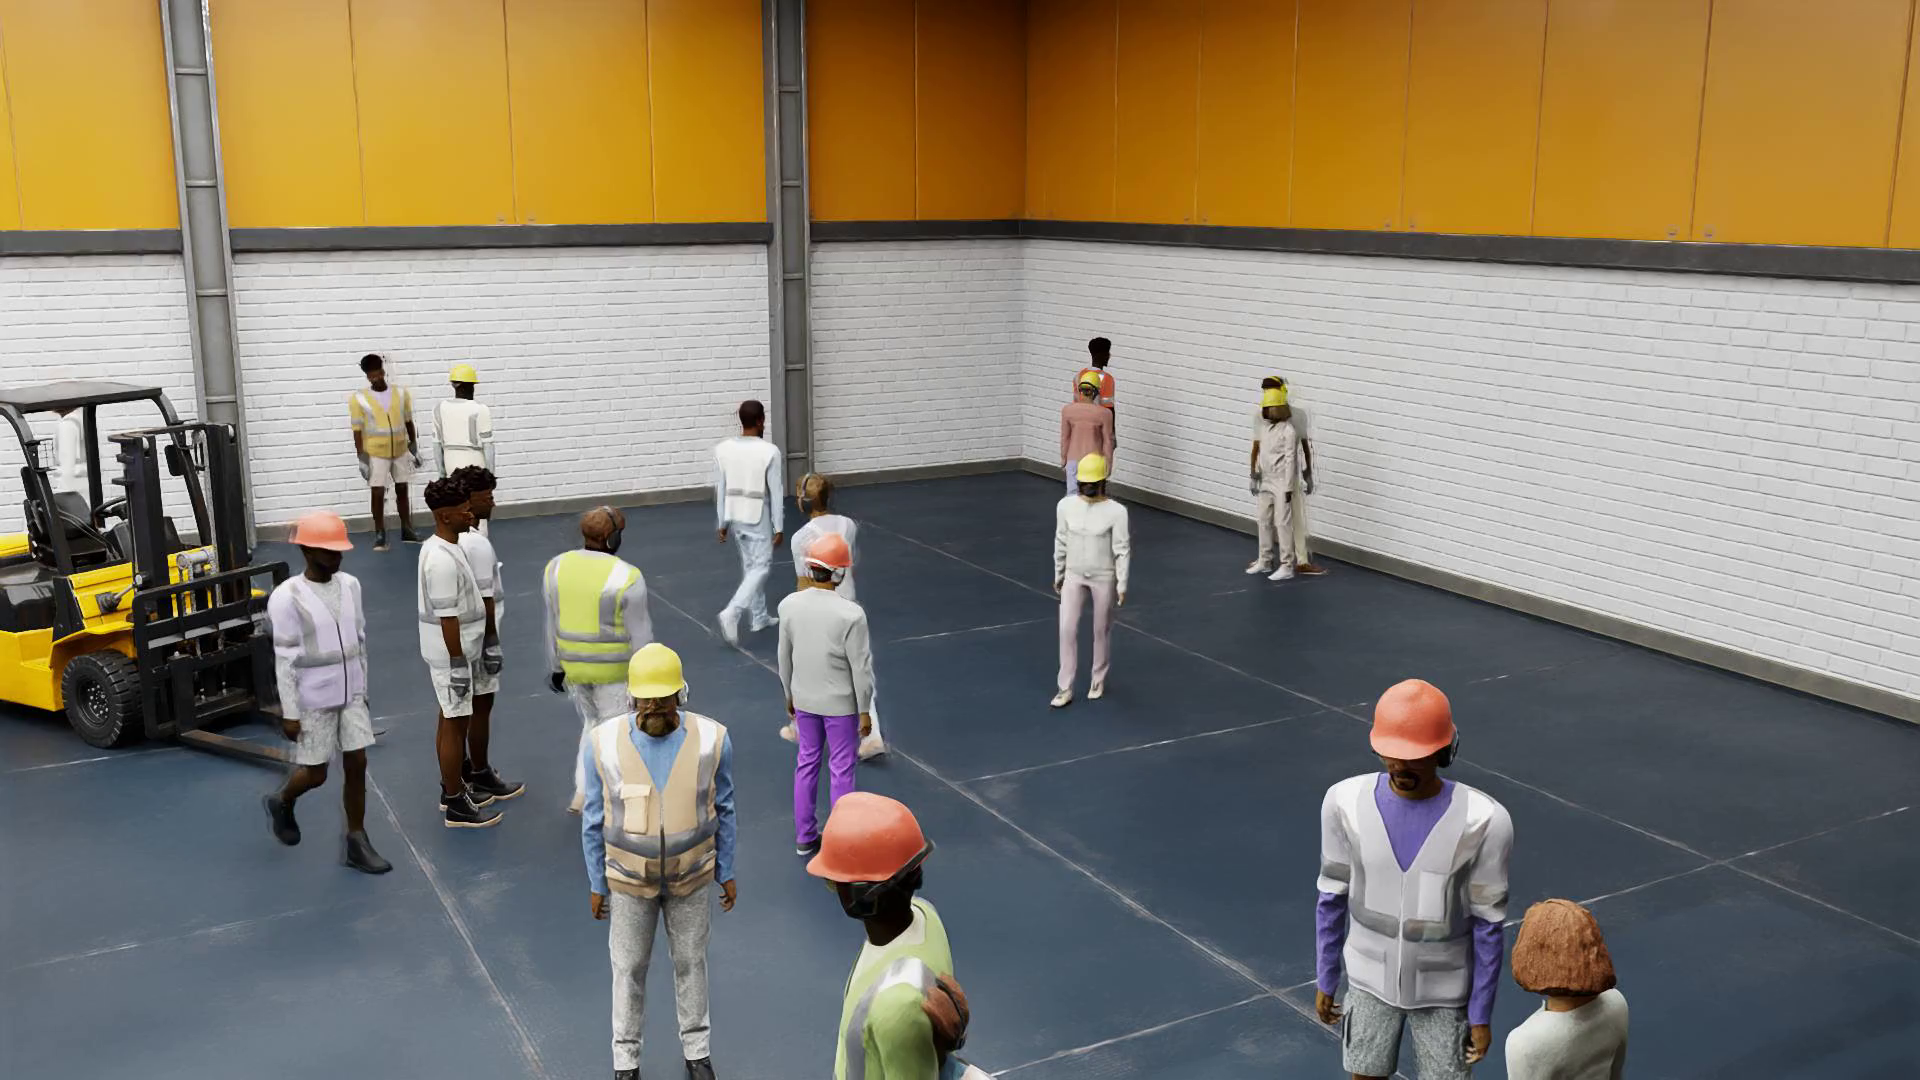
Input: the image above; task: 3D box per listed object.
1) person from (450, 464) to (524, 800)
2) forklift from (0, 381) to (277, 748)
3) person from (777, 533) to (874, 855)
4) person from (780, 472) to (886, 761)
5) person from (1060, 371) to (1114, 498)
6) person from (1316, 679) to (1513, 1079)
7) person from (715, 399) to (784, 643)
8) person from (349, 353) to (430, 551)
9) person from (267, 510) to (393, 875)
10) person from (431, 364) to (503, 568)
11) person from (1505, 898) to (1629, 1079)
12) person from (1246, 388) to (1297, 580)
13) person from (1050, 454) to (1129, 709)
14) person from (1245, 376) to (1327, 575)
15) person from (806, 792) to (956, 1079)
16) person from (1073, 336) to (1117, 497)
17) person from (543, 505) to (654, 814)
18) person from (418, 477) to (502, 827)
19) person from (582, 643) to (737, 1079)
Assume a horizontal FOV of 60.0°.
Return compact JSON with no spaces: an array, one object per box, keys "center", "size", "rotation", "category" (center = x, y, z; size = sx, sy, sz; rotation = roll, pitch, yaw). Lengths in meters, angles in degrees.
[{"center":[-2.819,0.533,9.642],"size":[0.366,1.963,0.610],"rotation":[-9,15,-37],"category":"person"},{"center":[-5.853,0.085,11.199],"size":[2.313,2.155,1.214],"rotation":[7,14,28],"category":"forklift"},{"center":[-0.684,0.826,8.769],"size":[0.576,1.747,0.339],"rotation":[8,14,32],"category":"person"},{"center":[-0.793,0.475,10.318],"size":[0.518,1.806,0.946],"rotation":[-9,15,-37],"category":"person"},{"center":[1.241,-0.770,16.253],"size":[0.532,1.756,0.338],"rotation":[4,13,17],"category":"person"},{"center":[1.422,1.421,5.337],"size":[0.601,2.035,0.410],"rotation":[6,13,26],"category":"person"},{"center":[-1.666,-0.151,13.033],"size":[0.597,1.896,0.822],"rotation":[7,14,28],"category":"person"},{"center":[-5.559,-0.864,16.296],"size":[0.769,1.936,0.385],"rotation":[-10,16,-40],"category":"person"},{"center":[-3.314,0.779,8.601],"size":[0.708,1.916,0.561],"rotation":[7,14,30],"category":"person"},{"center":[-4.540,-0.654,15.309],"size":[0.585,1.921,0.383],"rotation":[2,12,11],"category":"person"},{"center":[1.635,1.775,4.599],"size":[0.506,1.632,0.268],"rotation":[-9,15,-37],"category":"person"},{"center":[2.841,-0.508,15.067],"size":[0.322,1.736,0.491],"rotation":[-6,13,-26],"category":"person"},{"center":[0.864,0.289,11.298],"size":[0.558,1.734,0.764],"rotation":[4,13,20],"category":"person"},{"center":[3.034,-0.587,15.220],"size":[0.751,1.836,0.323],"rotation":[1,12,5],"category":"person"},{"center":[-0.191,1.628,4.338],"size":[0.395,2.039,0.606],"rotation":[0,12,-1],"category":"person"},{"center":[1.453,-1.176,17.650],"size":[0.362,1.965,0.612],"rotation":[-8,15,-34],"category":"person"},{"center":[-1.944,0.713,9.119],"size":[0.658,1.825,0.457],"rotation":[5,13,23],"category":"person"},{"center":[-2.810,0.615,9.254],"size":[0.367,1.966,0.607],"rotation":[-4,13,-20],"category":"person"},{"center":[-1.154,1.282,6.438],"size":[0.588,1.835,0.404],"rotation":[-3,12,-13],"category":"person"}]
